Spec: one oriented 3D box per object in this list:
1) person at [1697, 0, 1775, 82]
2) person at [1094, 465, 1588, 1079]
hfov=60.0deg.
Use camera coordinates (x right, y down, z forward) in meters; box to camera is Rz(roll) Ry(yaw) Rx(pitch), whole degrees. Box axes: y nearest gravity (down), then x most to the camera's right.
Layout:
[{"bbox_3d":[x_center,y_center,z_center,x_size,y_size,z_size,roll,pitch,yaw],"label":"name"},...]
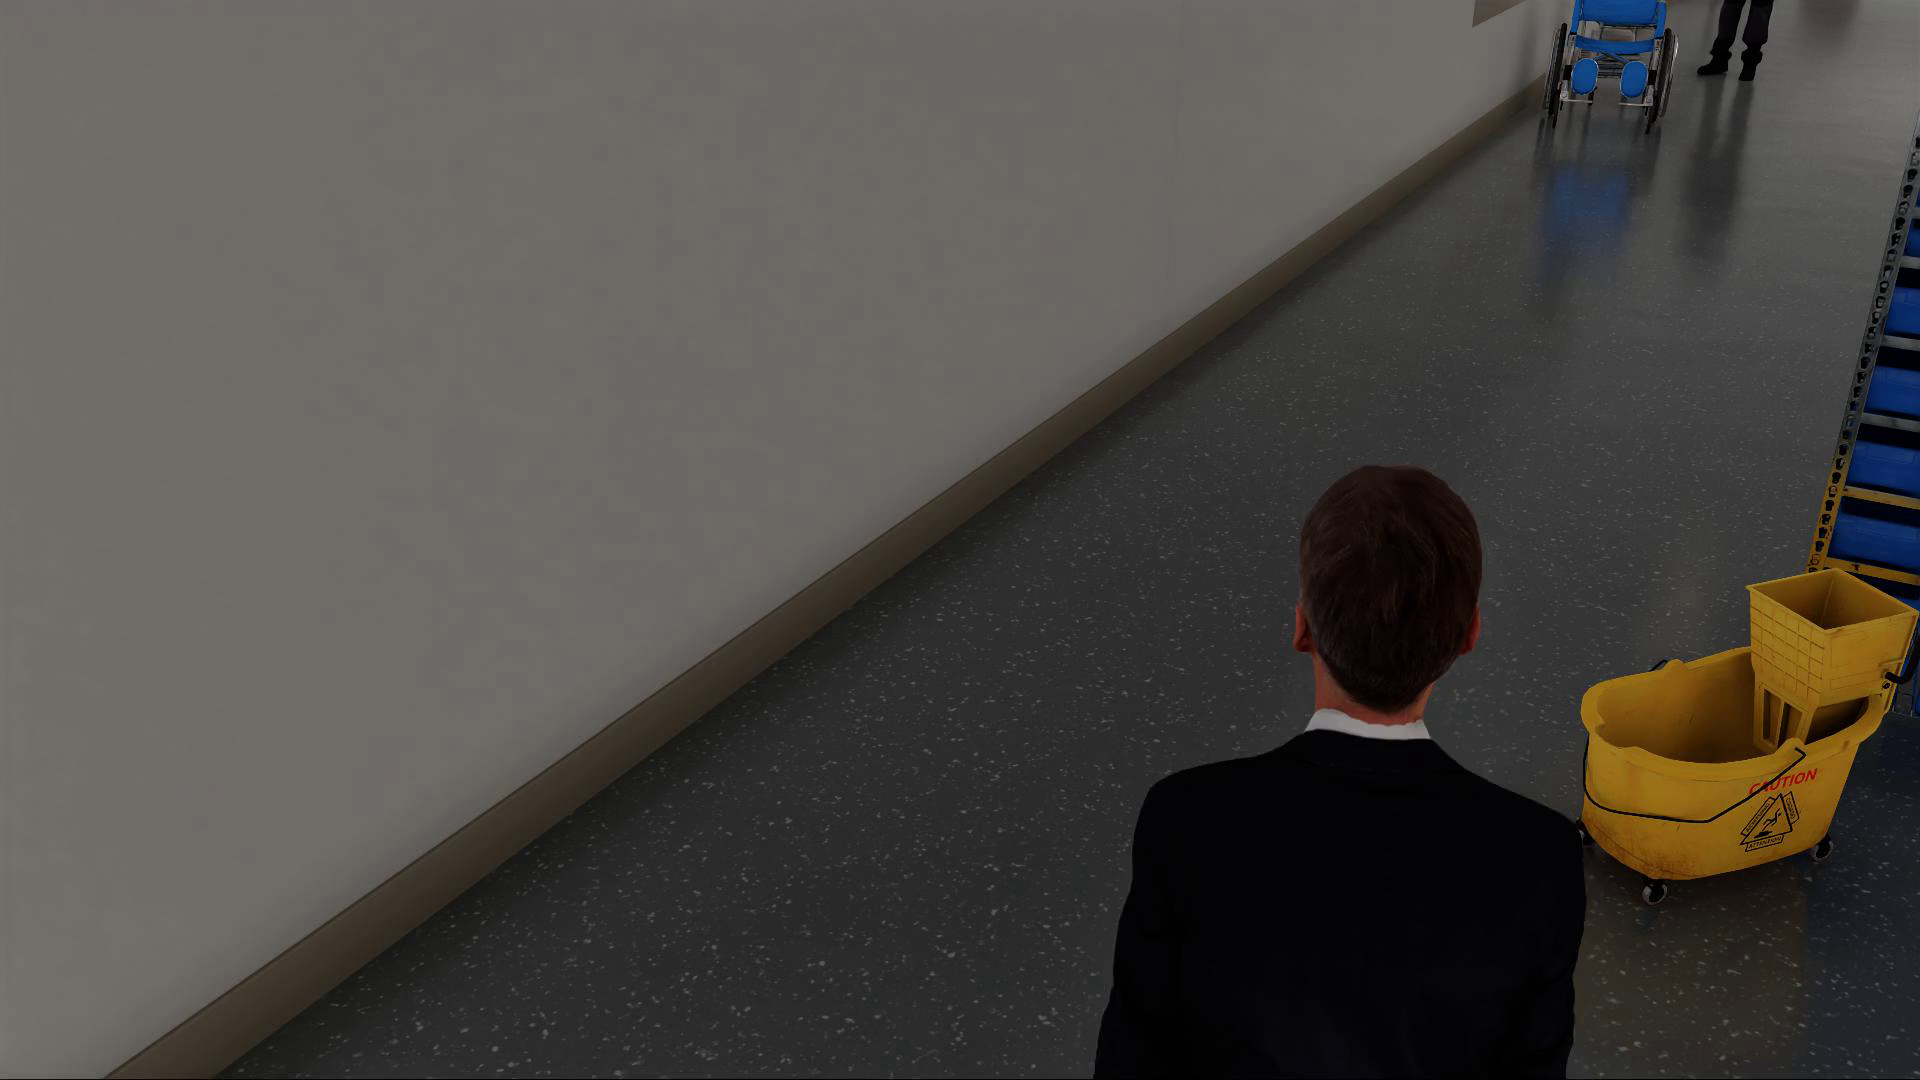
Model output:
[{"bbox_3d":[6.281,-4.598,13.094,0.819,1.825,0.639,-23,34,-39],"label":"person"},{"bbox_3d":[0.396,0.812,1.911,0.995,1.795,0.973,5,26,10],"label":"person"}]
